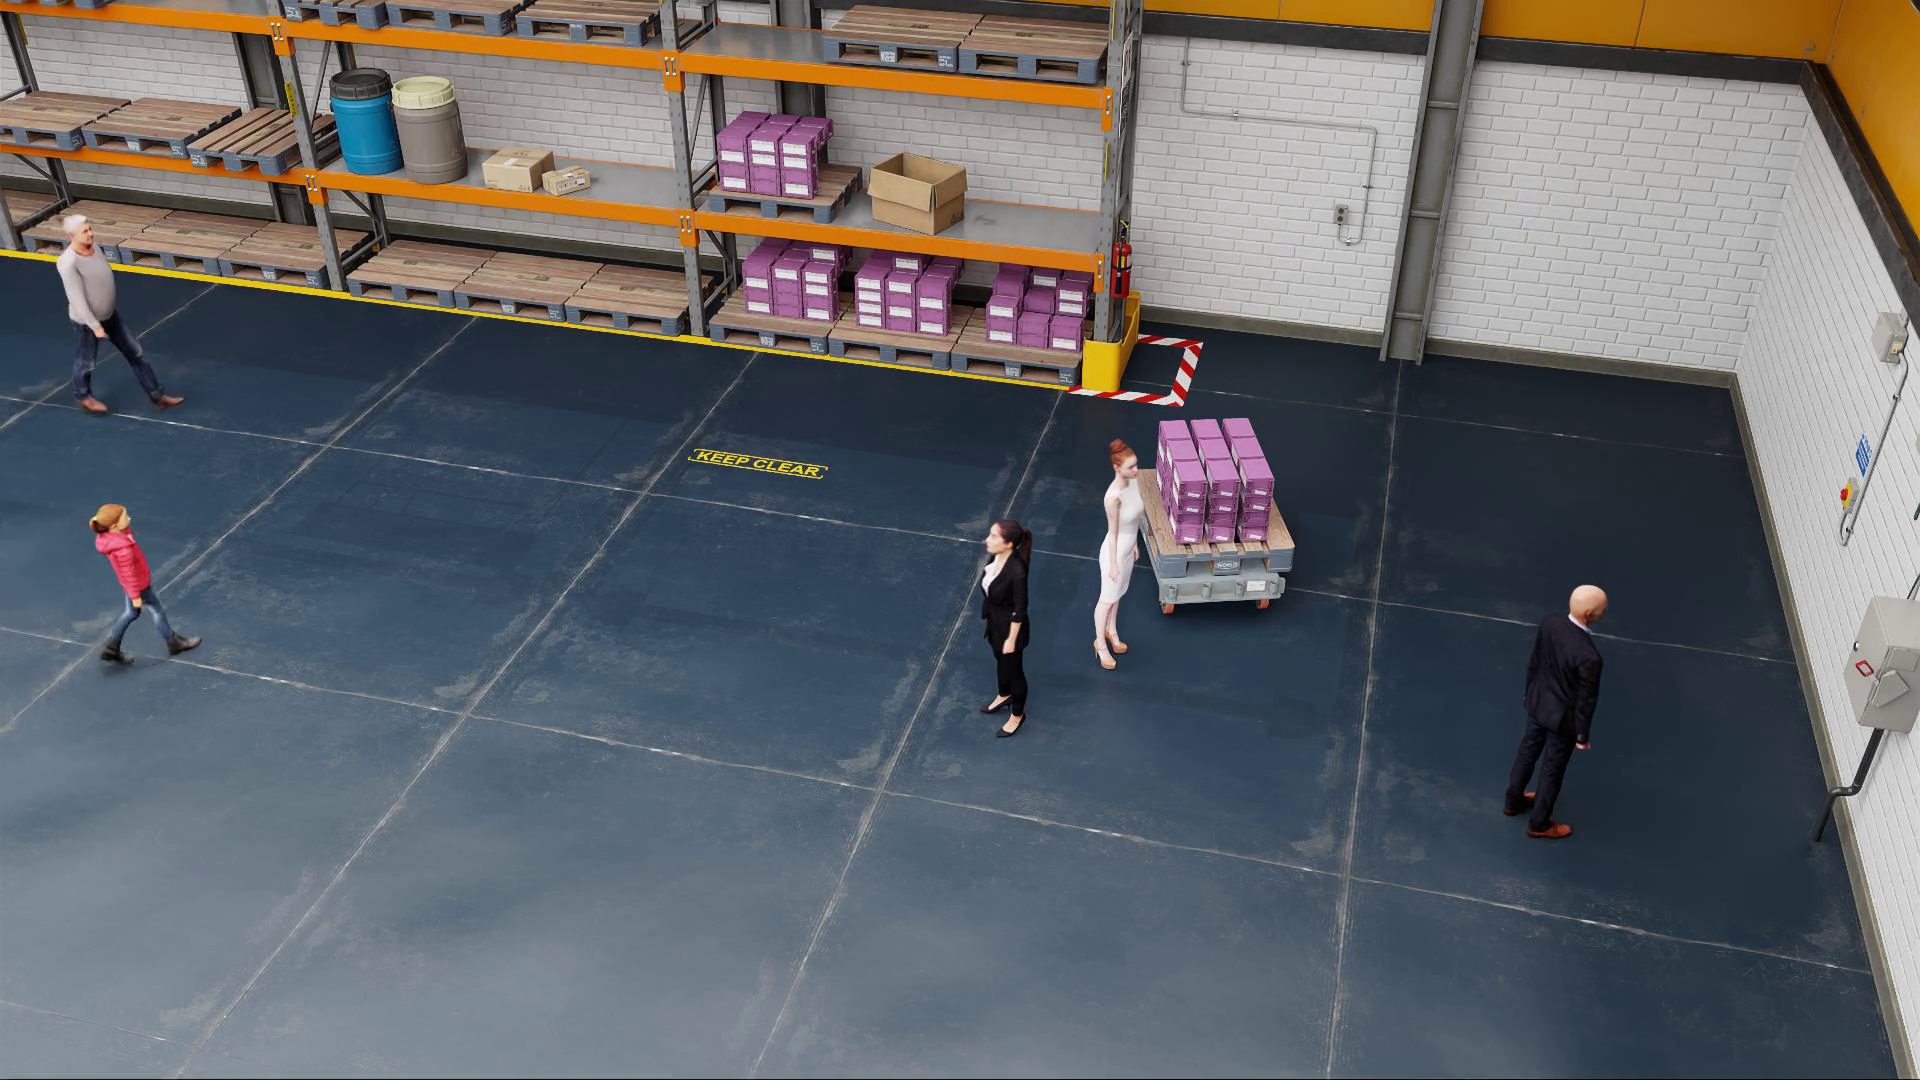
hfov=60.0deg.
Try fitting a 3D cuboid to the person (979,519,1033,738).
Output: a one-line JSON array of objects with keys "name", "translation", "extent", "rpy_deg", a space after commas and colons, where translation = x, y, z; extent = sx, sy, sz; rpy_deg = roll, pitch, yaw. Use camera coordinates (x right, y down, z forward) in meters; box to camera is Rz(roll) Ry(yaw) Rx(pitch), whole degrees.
[{"name": "person", "translation": [0.317, 0.560, 10.975], "extent": [0.720, 1.661, 0.691], "rpy_deg": [-10, 35, -15]}]

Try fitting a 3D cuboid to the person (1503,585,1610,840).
[{"name": "person", "translation": [3.636, 1.034, 10.139], "extent": [0.783, 1.797, 0.767], "rpy_deg": [-12, 35, -18]}]

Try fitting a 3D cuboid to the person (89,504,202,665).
[{"name": "person", "translation": [-5.848, 0.338, 11.641], "extent": [0.906, 1.293, 0.889], "rpy_deg": [-22, 39, -29]}]

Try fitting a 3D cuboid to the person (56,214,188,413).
[{"name": "person", "translation": [-7.629, -1.919, 14.530], "extent": [1.245, 1.856, 0.757], "rpy_deg": [7, 34, 10]}]

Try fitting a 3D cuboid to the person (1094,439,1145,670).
[{"name": "person", "translation": [1.090, 0.100, 11.549], "extent": [0.545, 1.793, 0.607], "rpy_deg": [16, 37, 23]}]
